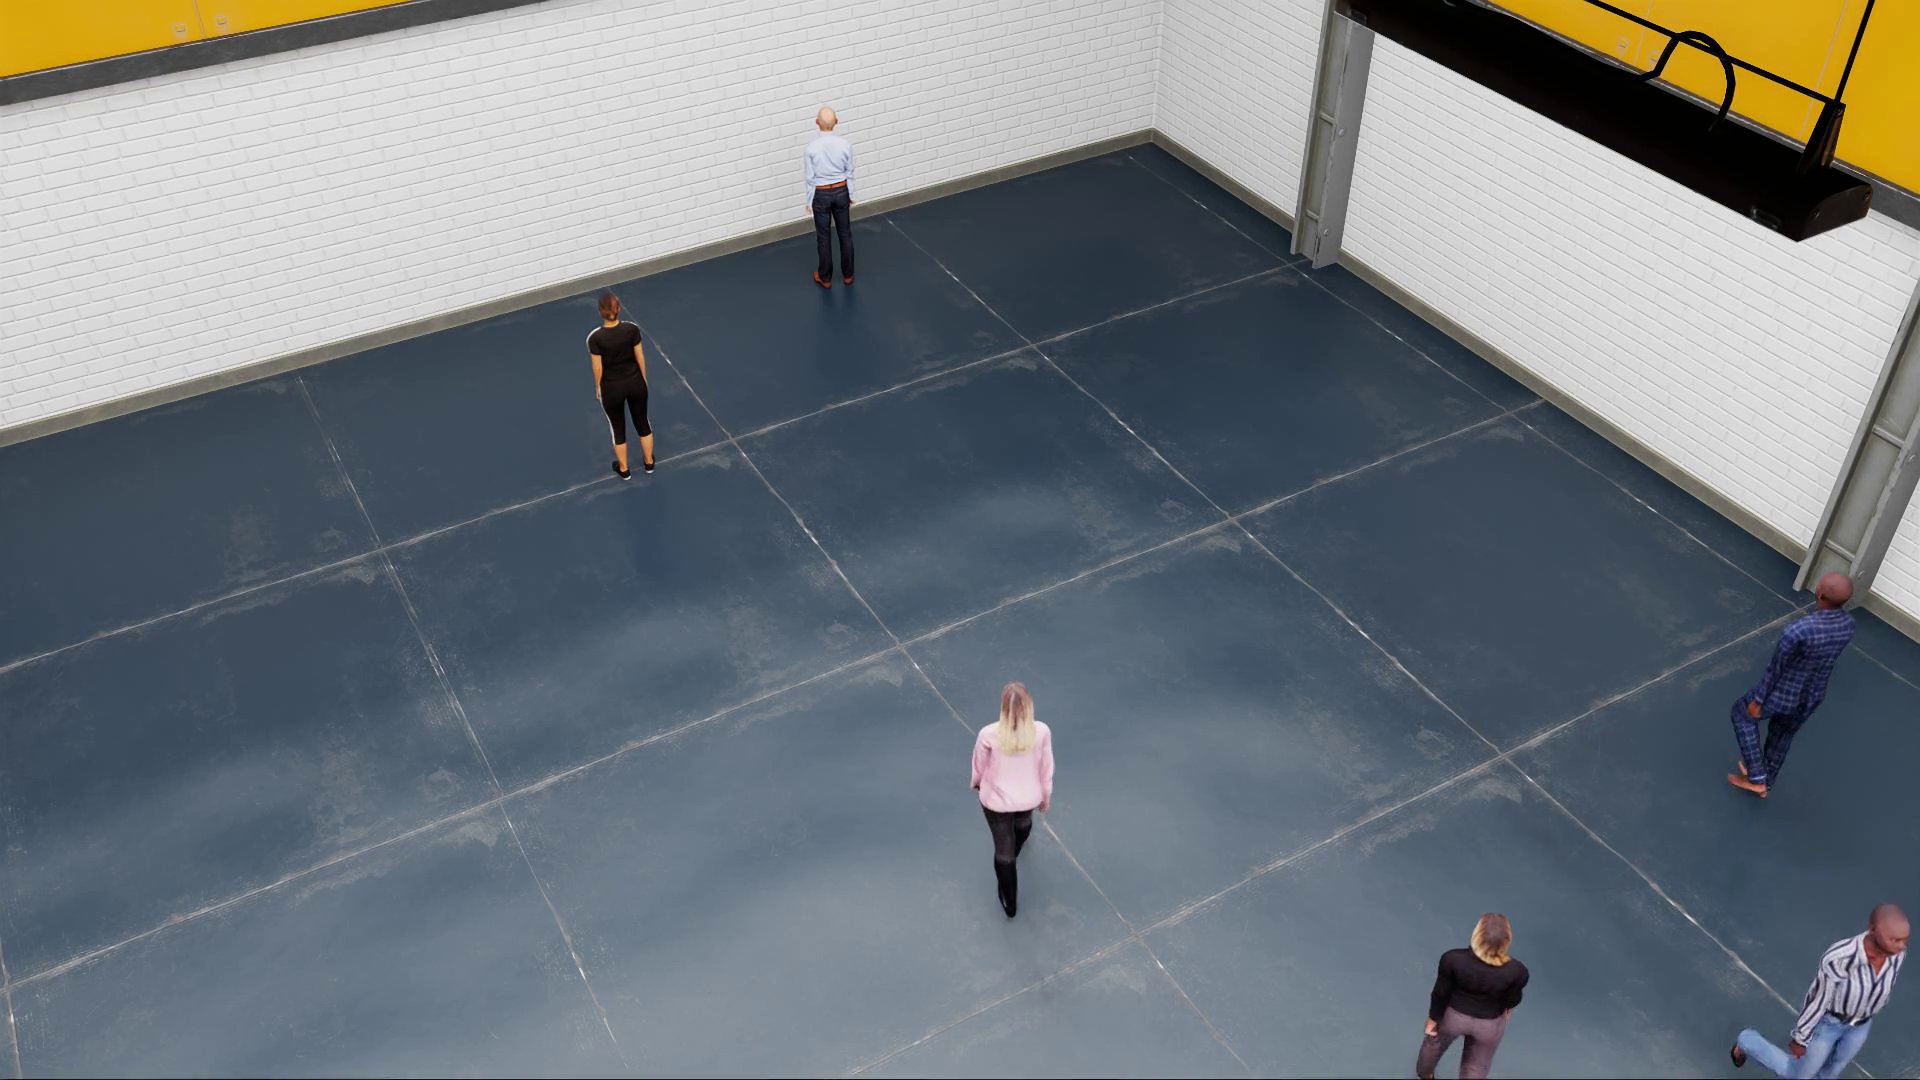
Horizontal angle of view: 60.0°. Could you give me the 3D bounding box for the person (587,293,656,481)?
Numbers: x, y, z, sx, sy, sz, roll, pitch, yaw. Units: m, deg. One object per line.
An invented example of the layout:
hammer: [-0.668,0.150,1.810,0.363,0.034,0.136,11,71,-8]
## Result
person: [-2.689,-1.232,13.242,0.592,1.670,0.539,-16,41,-20]

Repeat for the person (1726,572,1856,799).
person: [5.229,0.979,10.364,0.755,1.806,0.750,-9,40,-11]

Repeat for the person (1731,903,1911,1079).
person: [4.422,2.434,8.564,0.780,1.779,0.958,-9,39,-11]

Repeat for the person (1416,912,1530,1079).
person: [2.615,2.537,8.533,0.828,1.656,0.888,9,40,11]

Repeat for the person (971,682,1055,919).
person: [0.322,1.566,9.747,0.824,1.659,1.028,-6,39,-7]

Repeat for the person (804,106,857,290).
person: [-1.216,-3.213,15.624,0.684,1.791,0.632,-12,40,-15]
